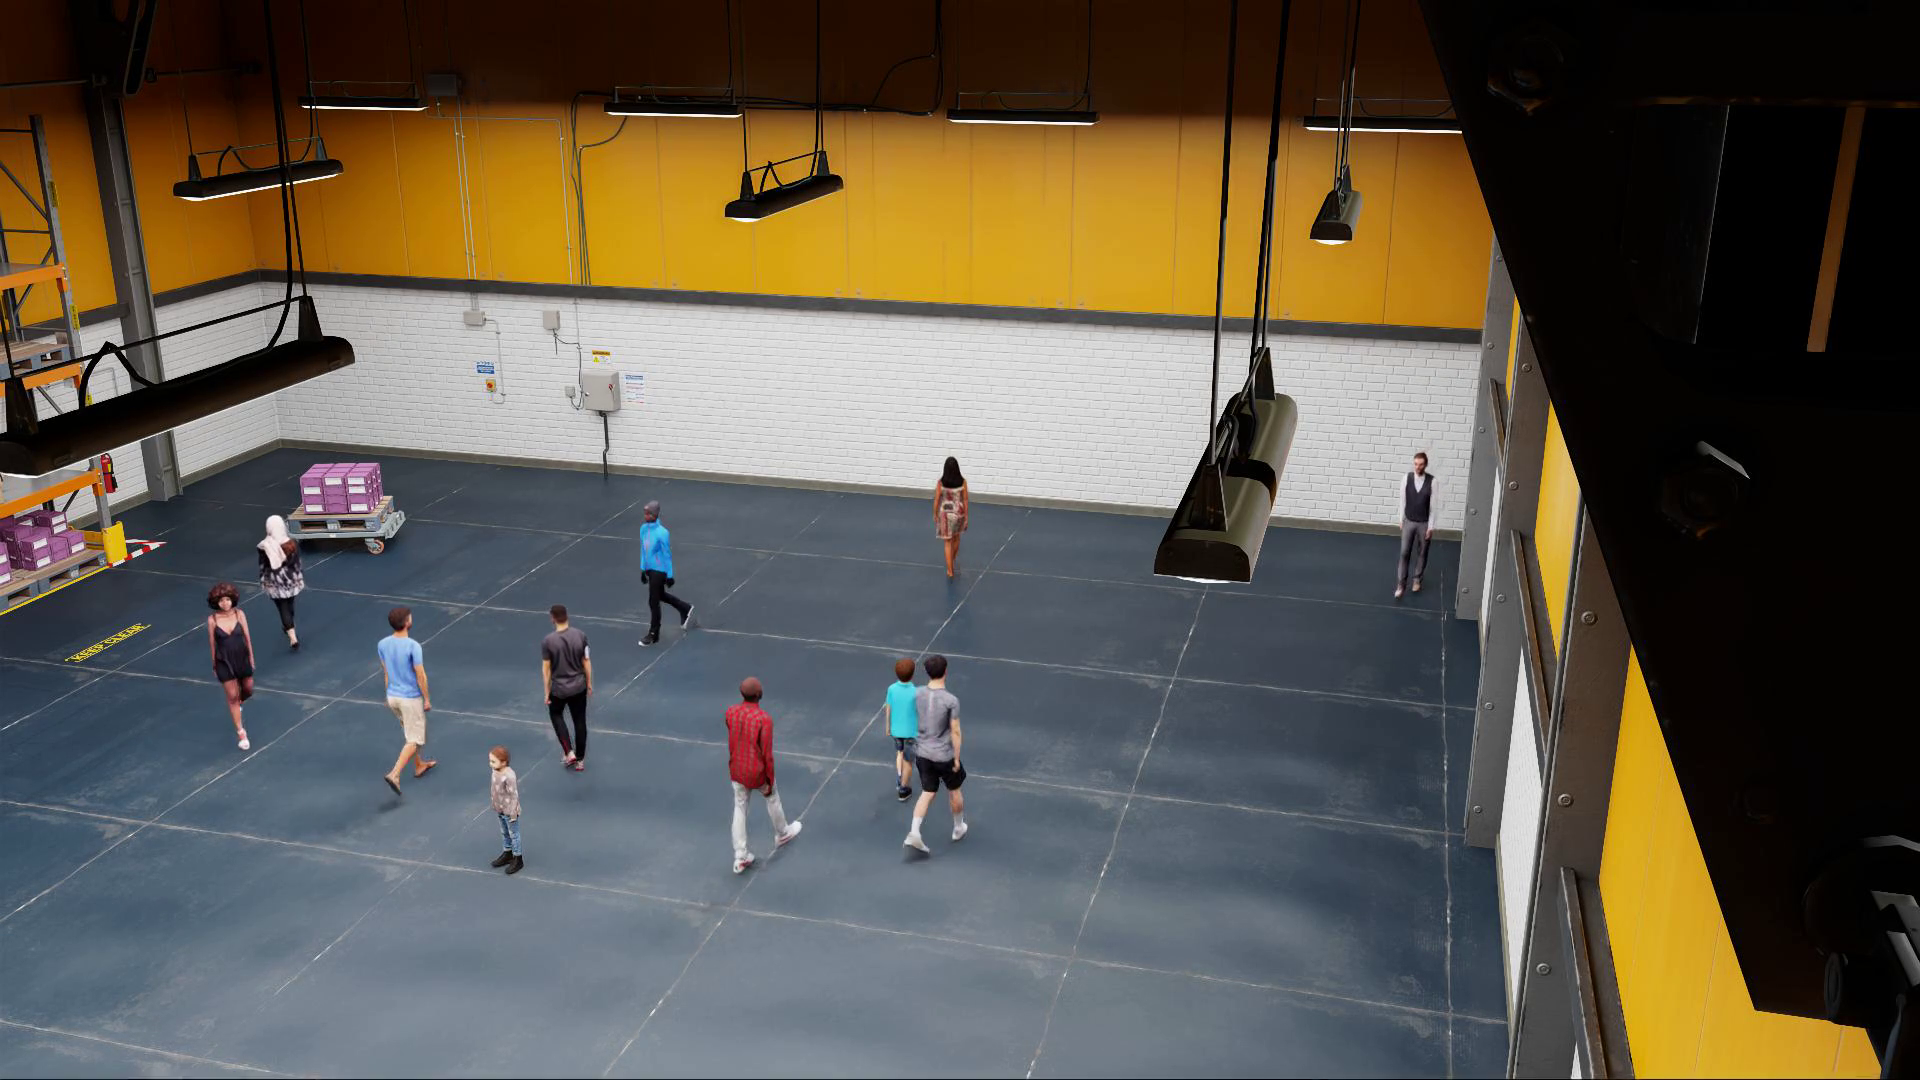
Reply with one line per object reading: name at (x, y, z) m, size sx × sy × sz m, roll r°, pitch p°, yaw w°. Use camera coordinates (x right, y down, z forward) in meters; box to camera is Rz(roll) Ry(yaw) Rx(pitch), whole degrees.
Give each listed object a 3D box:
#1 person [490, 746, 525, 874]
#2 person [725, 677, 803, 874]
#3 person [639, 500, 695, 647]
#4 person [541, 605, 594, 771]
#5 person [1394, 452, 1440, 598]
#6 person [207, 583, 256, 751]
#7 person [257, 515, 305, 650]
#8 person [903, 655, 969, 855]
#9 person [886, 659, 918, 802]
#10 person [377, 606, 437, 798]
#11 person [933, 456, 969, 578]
person at (-4.062, 2.389, 14.897) m, size 0.555 × 1.195 × 0.573 m, roll 16°, pitch 24°, yaw 39°
person at (-1.907, 2.105, 14.810) m, size 0.831 × 1.788 × 1.156 m, roll 8°, pitch 20°, yaw 24°
person at (-3.571, 0.361, 20.025) m, size 0.968 × 1.765 × 1.203 m, roll 17°, pitch 25°, yaw 41°
person at (-3.904, 1.516, 16.621) m, size 0.782 × 1.748 × 0.838 m, roll -9°, pitch 21°, yaw -26°
person at (5.991, -0.249, 21.616) m, size 0.757 × 1.905 × 1.015 m, roll 8°, pitch 20°, yaw 22°
person at (-7.578, 1.275, 17.304) m, size 0.960 × 1.769 × 0.980 m, roll -12°, pitch 22°, yaw -32°
person at (-8.046, 0.537, 19.777) m, size 1.106 × 1.590 × 1.128 m, roll -12°, pitch 22°, yaw -31°
person at (-0.275, 1.965, 15.127) m, size 0.812 × 1.851 × 1.098 m, roll 12°, pitch 22°, yaw 31°
person at (-0.561, 1.852, 16.113) m, size 0.572 × 1.435 × 0.642 m, roll 8°, pitch 20°, yaw 23°
person at (-5.470, 1.587, 16.267) m, size 0.696 × 1.839 × 1.132 m, roll 7°, pitch 20°, yaw 19°
person at (-0.117, -0.277, 22.179) m, size 0.932 × 1.598 × 1.188 m, roll -3°, pitch 19°, yaw -9°
